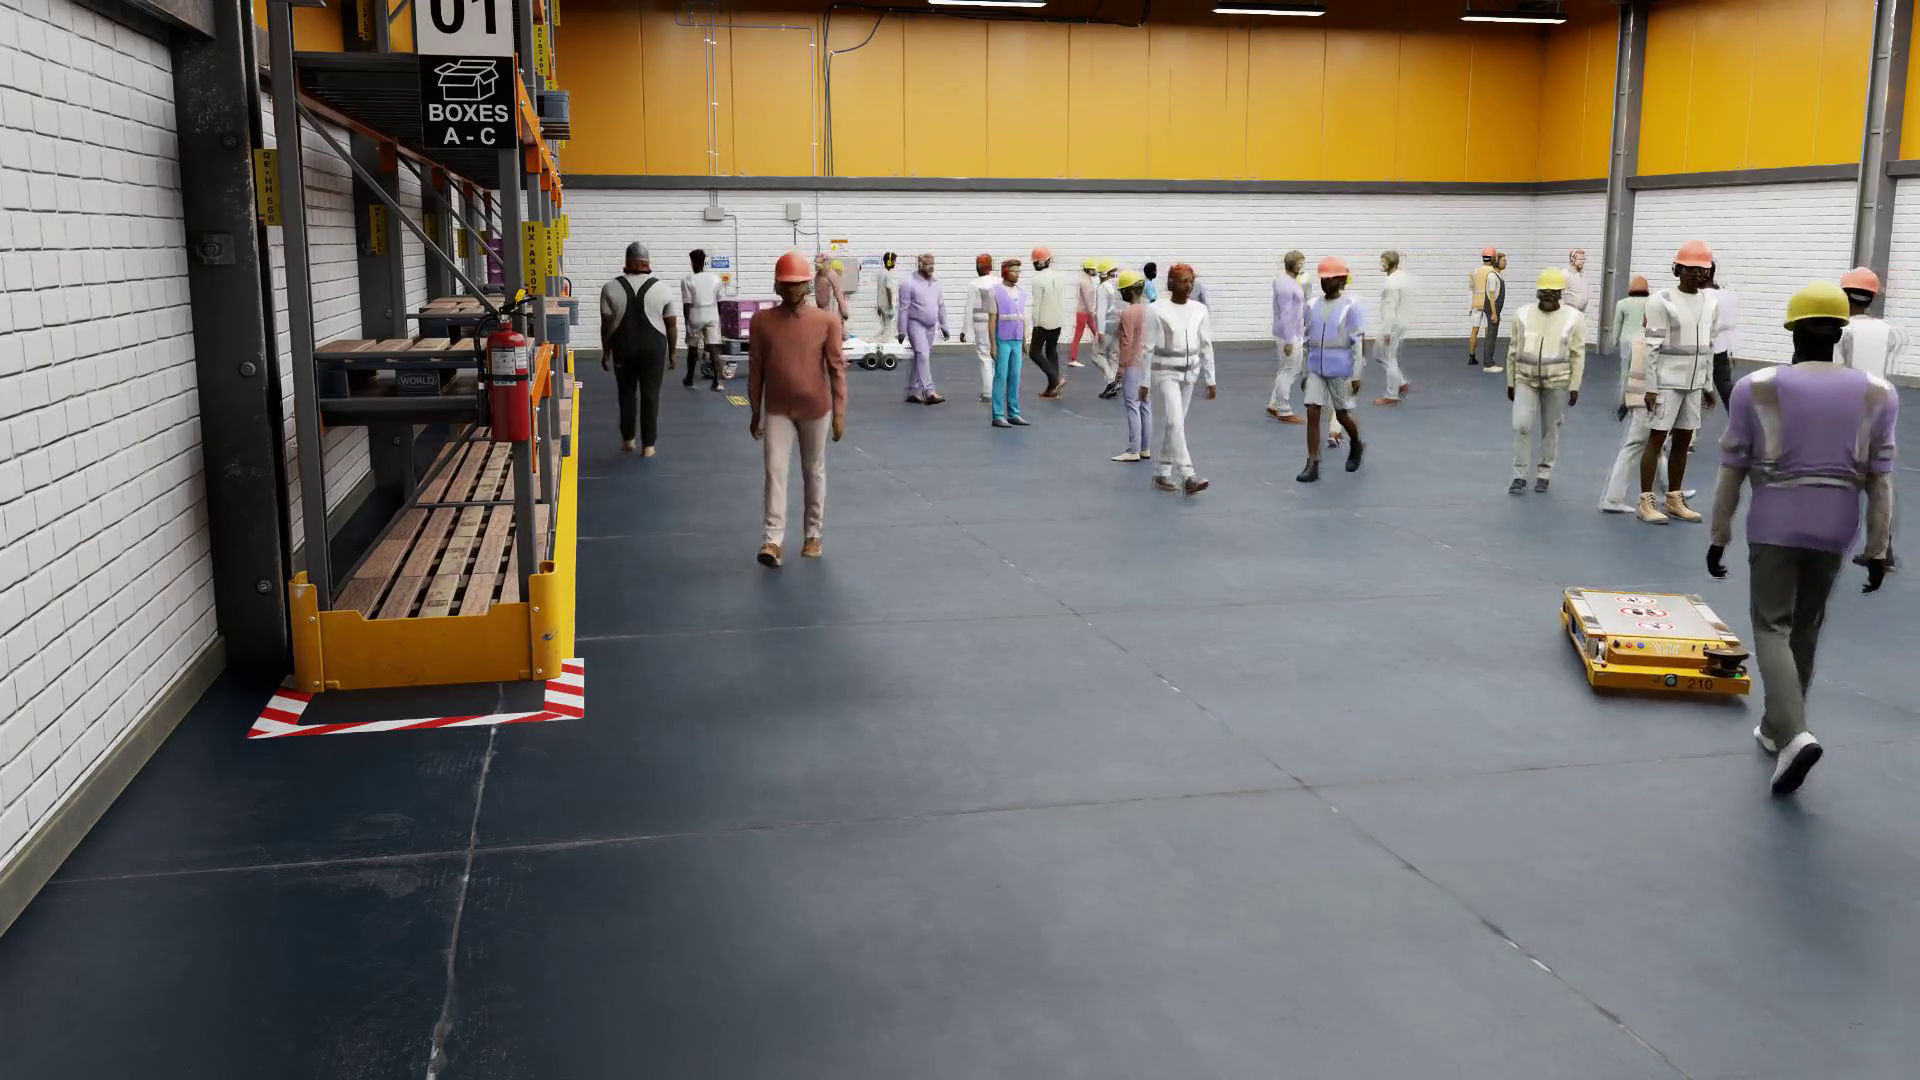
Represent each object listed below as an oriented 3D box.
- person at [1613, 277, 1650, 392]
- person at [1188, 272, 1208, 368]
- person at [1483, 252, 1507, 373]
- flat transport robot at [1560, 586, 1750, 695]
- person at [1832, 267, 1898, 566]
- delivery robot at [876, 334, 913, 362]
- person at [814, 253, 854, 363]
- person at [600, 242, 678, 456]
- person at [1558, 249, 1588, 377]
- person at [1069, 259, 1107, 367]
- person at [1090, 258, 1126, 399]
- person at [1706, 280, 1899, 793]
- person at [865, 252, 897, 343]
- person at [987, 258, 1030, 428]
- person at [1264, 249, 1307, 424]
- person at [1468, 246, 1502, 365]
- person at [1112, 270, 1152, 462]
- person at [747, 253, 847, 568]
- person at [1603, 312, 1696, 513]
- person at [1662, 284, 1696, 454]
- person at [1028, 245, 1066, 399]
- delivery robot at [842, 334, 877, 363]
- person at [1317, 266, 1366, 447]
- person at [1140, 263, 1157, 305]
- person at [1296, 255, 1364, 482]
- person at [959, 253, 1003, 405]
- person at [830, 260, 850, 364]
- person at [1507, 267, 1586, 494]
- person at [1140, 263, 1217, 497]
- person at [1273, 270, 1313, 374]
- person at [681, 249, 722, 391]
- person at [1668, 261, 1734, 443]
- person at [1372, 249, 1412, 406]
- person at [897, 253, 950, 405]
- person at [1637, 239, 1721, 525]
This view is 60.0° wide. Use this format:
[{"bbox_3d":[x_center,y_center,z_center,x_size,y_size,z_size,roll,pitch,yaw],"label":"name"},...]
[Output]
[{"bbox_3d":[8.321,-2.446,20.506,0.502,1.589,0.826,4,11,20],"label":"person"},{"bbox_3d":[3.747,-3.548,26.571,0.667,1.607,0.383,-5,11,-24],"label":"person"},{"bbox_3d":[8.259,-3.503,25.659,0.345,1.847,0.507,4,11,23],"label":"person"},{"bbox_3d":[3.330,0.460,8.063,0.652,0.197,1.431,3,11,14],"label":"flat transport robot"},{"bbox_3d":[5.662,-0.789,10.594,0.547,1.873,1.068,-2,10,-10],"label":"person"},{"bbox_3d":[-0.949,-3.005,26.214,0.707,0.478,0.477,-3,11,-18],"label":"delivery robot"},{"bbox_3d":[-2.071,-3.770,27.186,1.038,1.845,0.678,-6,12,-28],"label":"person"},{"bbox_3d":[-3.041,-1.834,15.868,0.713,2.000,0.772,-1,10,-6],"label":"person"},{"bbox_3d":[9.113,-3.360,24.727,0.643,1.900,0.403,-9,13,-39],"label":"person"},{"bbox_3d":[2.127,-3.631,26.679,0.830,1.732,0.525,4,11,21],"label":"person"},{"bbox_3d":[1.903,-2.697,21.295,0.442,1.807,0.619,8,13,38],"label":"person"},{"bbox_3d":[3.186,-0.027,6.274,0.599,1.897,0.892,2,10,12],"label":"person"},{"bbox_3d":[-1.342,-3.966,28.250,0.548,1.839,0.531,-3,11,-18],"label":"person"},{"bbox_3d":[0.518,-2.154,18.214,0.421,1.835,0.569,10,14,43],"label":"person"},{"bbox_3d":[3.654,-2.249,18.471,0.382,1.940,0.657,3,11,17],"label":"person"},{"bbox_3d":[8.570,-3.810,27.133,0.542,1.929,0.381,7,12,35],"label":"person"},{"bbox_3d":[1.591,-1.601,15.361,0.329,1.760,0.523,7,12,32],"label":"person"},{"bbox_3d":[-1.037,-0.803,10.407,0.647,1.944,0.996,0,10,2],"label":"person"},{"bbox_3d":[5.207,-0.991,12.415,0.836,1.591,0.507,-1,10,-5],"label":"person"},{"bbox_3d":[6.888,-1.641,15.928,0.507,1.631,0.266,3,11,18],"label":"person"},{"bbox_3d":[1.128,-2.767,21.241,0.503,1.969,0.642,10,14,43],"label":"person"},{"bbox_3d":[-1.671,-2.985,26.105,0.707,0.478,0.477,-3,11,-15],"label":"delivery robot"},{"bbox_3d":[3.766,-1.848,16.578,0.530,1.823,0.968,4,11,20],"label":"person"},{"bbox_3d":[3.211,-3.798,27.823,0.892,1.647,0.554,-1,10,-3],"label":"person"},{"bbox_3d":[3.180,-1.461,14.156,0.554,1.914,0.848,8,13,39],"label":"person"},{"bbox_3d":[0.250,-2.618,20.673,0.587,1.869,0.625,-8,13,-39],"label":"person"},{"bbox_3d":[-2.138,-3.703,27.111,0.613,1.719,0.504,-3,11,-14],"label":"person"},{"bbox_3d":[4.641,-1.253,13.265,0.611,1.806,0.730,5,11,27],"label":"person"},{"bbox_3d":[1.806,-1.266,13.259,0.606,1.841,0.923,-5,12,-27],"label":"person"},{"bbox_3d":[5.012,-3.386,25.062,0.640,1.829,0.431,5,11,25],"label":"person"},{"bbox_3d":[-3.508,-2.987,22.635,0.608,1.917,1.022,-5,11,-26],"label":"person"},{"bbox_3d":[7.491,-1.892,16.728,0.619,1.844,1.036,-8,13,-38],"label":"person"},{"bbox_3d":[5.254,-2.593,20.387,0.433,1.924,0.646,4,11,19],"label":"person"},{"bbox_3d":[-0.388,-2.601,20.589,0.902,1.865,0.641,9,14,40],"label":"person"},{"bbox_3d":[5.193,-1.129,11.961,0.609,2.040,0.394,-3,11,-18],"label":"person"}]
